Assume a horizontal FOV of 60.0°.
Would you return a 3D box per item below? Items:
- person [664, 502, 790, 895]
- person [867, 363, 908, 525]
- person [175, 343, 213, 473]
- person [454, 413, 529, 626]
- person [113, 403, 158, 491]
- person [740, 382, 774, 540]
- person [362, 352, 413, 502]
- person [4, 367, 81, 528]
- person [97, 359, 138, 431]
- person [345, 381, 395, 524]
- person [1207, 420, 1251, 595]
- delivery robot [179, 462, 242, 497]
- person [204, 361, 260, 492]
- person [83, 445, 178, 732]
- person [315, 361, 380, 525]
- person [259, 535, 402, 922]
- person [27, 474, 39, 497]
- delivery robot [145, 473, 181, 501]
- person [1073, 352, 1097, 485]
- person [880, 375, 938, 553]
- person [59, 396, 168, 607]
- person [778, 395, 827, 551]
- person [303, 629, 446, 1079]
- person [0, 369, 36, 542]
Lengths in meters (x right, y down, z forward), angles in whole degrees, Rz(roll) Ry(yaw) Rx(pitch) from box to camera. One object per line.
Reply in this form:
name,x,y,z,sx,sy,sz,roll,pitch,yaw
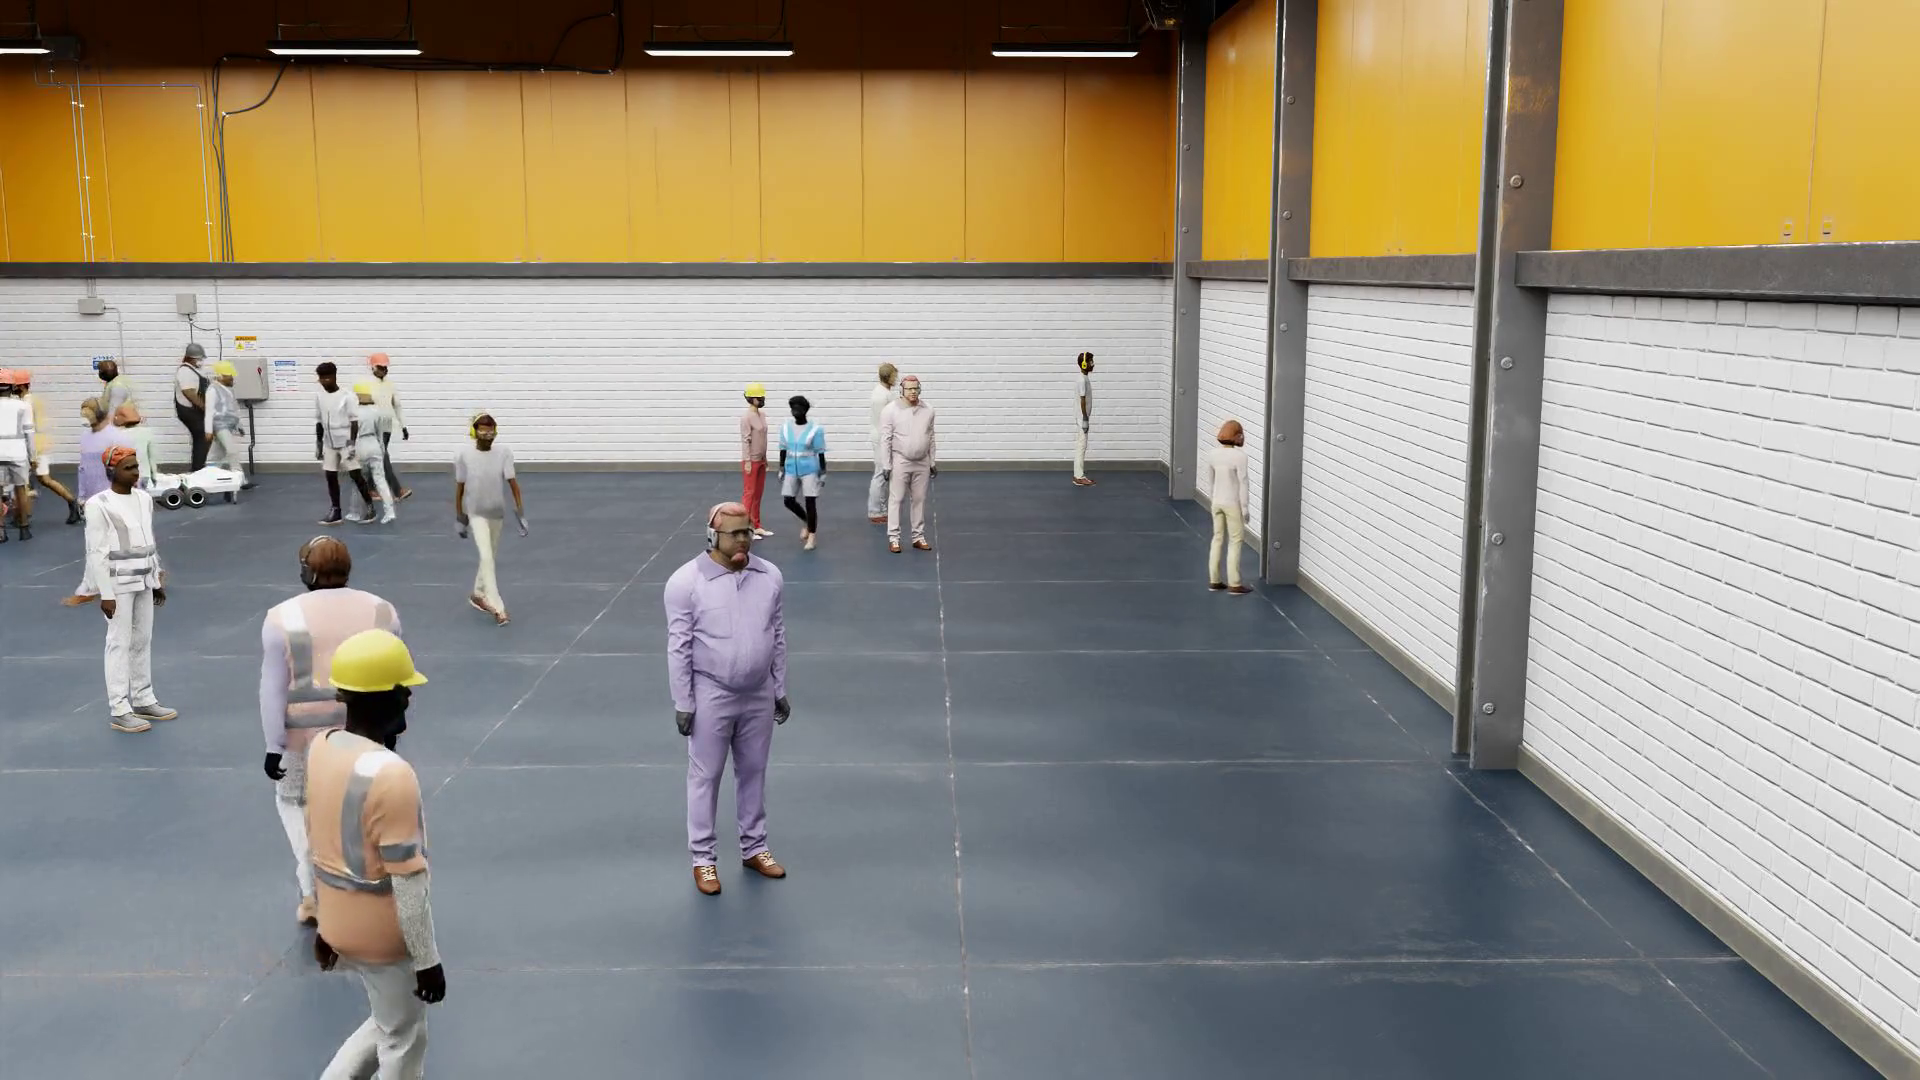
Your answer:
person,-1.116,0.759,8.173,0.643,1.911,0.411,-7,11,-36
person,-0.864,-1.131,19.789,0.571,1.929,0.642,-1,9,-4
person,-10.879,-1.845,23.738,0.537,2.000,0.703,-1,9,-8
person,-4.090,-0.204,14.415,0.533,1.813,1.021,-6,11,-34
person,-8.829,-0.644,17.642,0.582,1.610,0.531,3,10,15
person,-2.289,-0.891,18.728,0.311,1.768,0.533,3,10,17
person,-7.461,-1.448,21.667,0.998,1.911,0.655,5,10,26
person,-10.792,-1.075,19.471,0.890,1.908,0.553,-2,9,-11
person,-11.491,-1.556,22.669,0.681,1.809,0.626,-7,12,-38
person,-7.065,-1.045,19.864,0.882,1.701,0.499,8,12,39
person,2.517,-0.310,15.573,0.269,1.631,0.510,-7,11,-35
delivery robot,-9.610,-0.761,21.345,0.707,0.478,0.477,-7,11,-35
person,-9.901,-1.527,22.566,0.874,1.774,0.696,0,9,1
person,-5.488,0.312,10.999,0.355,1.883,0.575,1,9,8
person,-7.333,-1.146,19.741,0.763,1.945,0.559,3,10,20
person,-2.890,0.884,7.651,0.661,1.828,0.487,-8,12,-39
person,-12.661,-1.404,21.801,0.962,1.800,0.524,-6,11,-31
delivery robot,-10.219,-0.693,20.933,0.707,0.478,0.477,-7,11,-35
person,1.756,-1.707,23.412,0.325,1.871,0.521,0,9,-1
person,-0.531,-0.817,17.848,0.651,1.906,0.401,-5,10,-27
person,-7.783,-0.382,15.232,0.647,1.897,1.010,7,12,37
person,-1.683,-0.738,18.030,0.581,1.680,0.437,3,10,20
person,-1.890,1.229,5.282,0.505,1.911,0.594,-8,12,-40
person,-10.593,-0.936,18.496,0.573,1.927,0.409,-5,11,-29
